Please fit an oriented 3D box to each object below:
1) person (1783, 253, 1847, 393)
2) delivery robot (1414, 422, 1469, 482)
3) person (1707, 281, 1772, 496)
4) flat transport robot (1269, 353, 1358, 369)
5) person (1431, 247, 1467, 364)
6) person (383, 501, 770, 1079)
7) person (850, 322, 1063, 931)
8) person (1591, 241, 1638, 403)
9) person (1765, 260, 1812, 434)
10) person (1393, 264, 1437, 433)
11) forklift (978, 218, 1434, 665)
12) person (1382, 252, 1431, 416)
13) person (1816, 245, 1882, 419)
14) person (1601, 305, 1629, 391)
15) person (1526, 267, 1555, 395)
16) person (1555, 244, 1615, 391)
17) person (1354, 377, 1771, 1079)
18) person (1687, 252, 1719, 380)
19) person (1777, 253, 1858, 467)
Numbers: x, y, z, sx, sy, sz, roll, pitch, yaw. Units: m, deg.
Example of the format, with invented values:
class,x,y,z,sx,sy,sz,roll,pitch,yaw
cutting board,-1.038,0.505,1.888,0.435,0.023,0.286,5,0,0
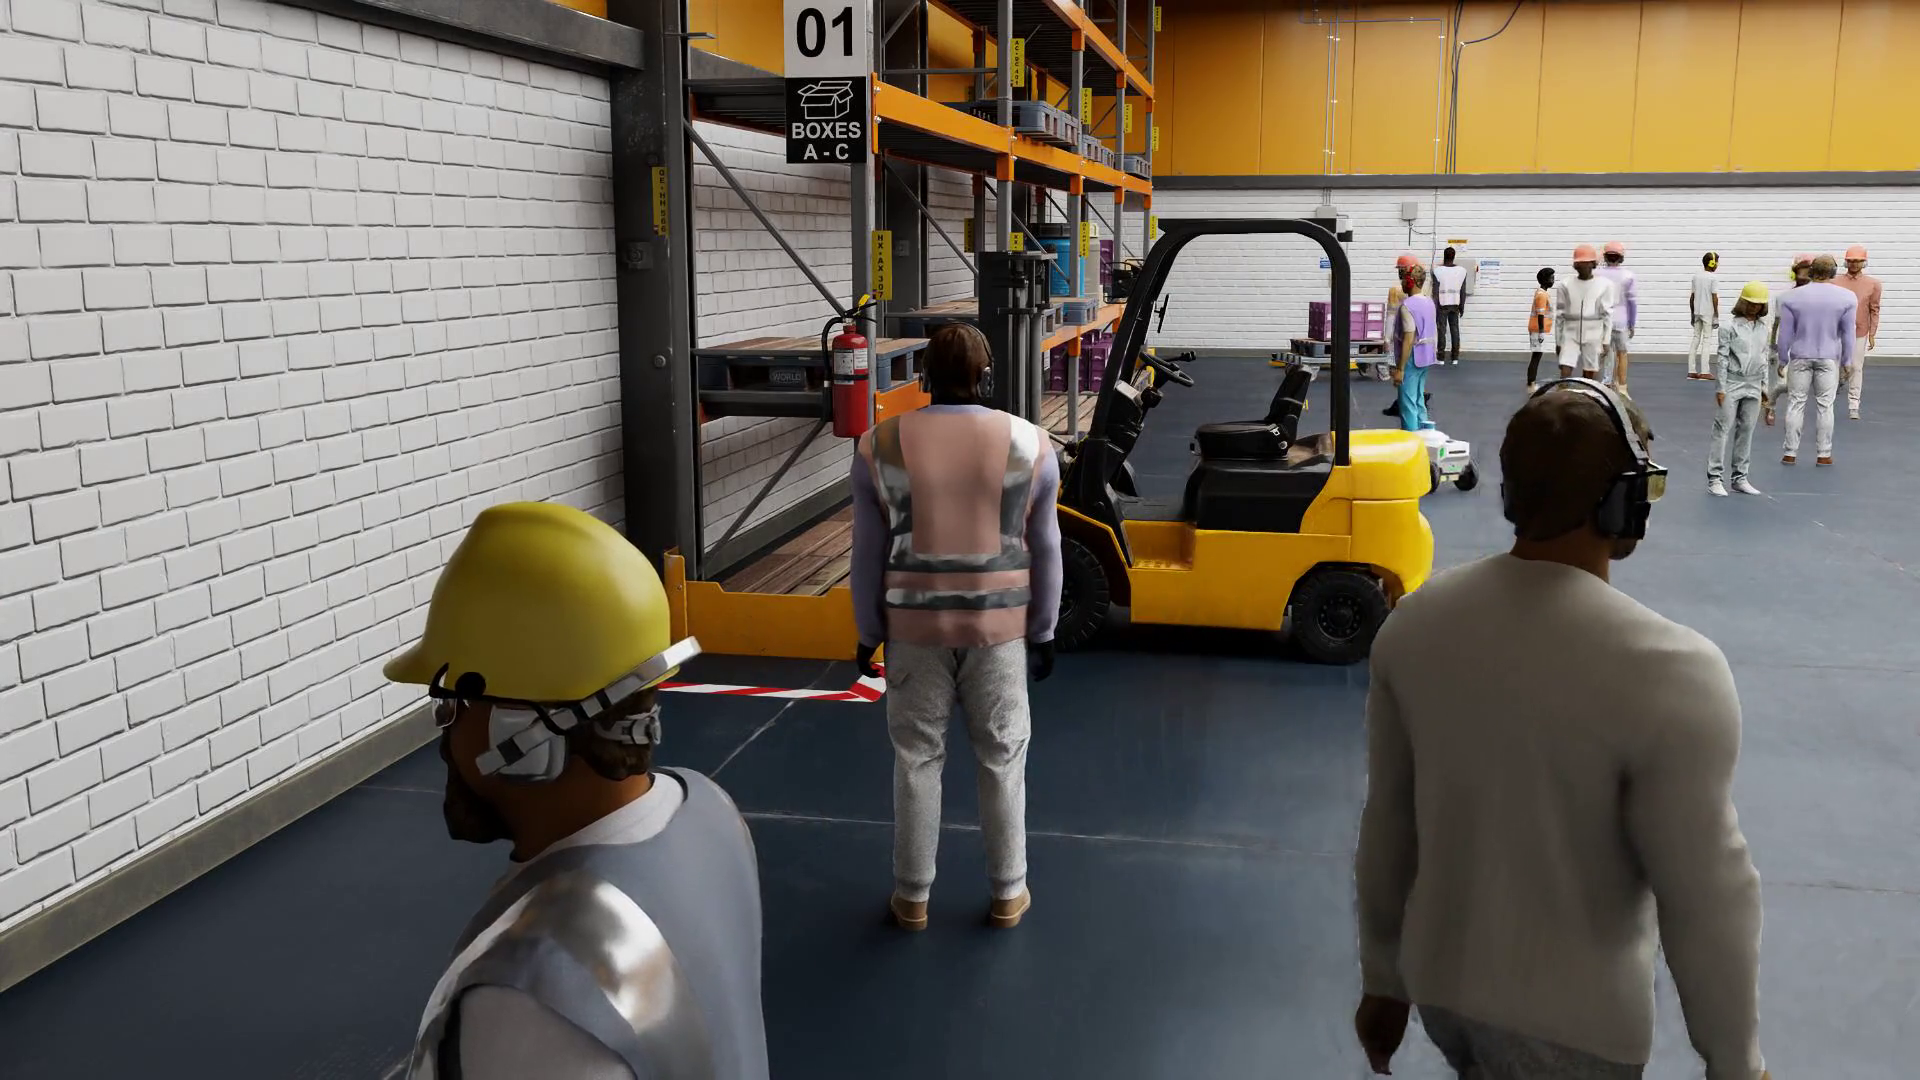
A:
class,x,y,z,sx,sy,sz,roll,pitch,yaw
person,11.424,-2.873,22.133,0.786,1.892,0.550,6,12,31
delivery robot,3.887,-0.741,13.825,0.477,0.478,0.707,-5,11,-26
person,6.341,-1.218,13.459,0.483,1.736,0.311,-2,11,-13
flat transport robot,5.719,-2.870,26.535,1.431,0.197,0.652,9,14,42
person,8.028,-3.845,27.358,0.591,1.918,0.383,-1,10,-8
person,-0.399,0.867,1.764,0.404,1.832,0.594,0,10,3
person,-0.011,0.270,5.015,0.636,1.842,0.429,0,10,-2
person,8.214,-2.728,20.942,0.786,2.024,0.550,6,12,32
person,8.944,-2.069,17.823,0.513,1.855,0.510,0,10,1
person,4.099,-1.562,15.041,0.377,1.844,0.570,7,13,35
forklift,1.285,-0.567,8.635,2.313,2.155,1.214,2,11,11
person,5.173,-2.347,19.165,0.551,1.914,0.739,-6,12,-31
person,10.247,-2.395,19.195,0.612,1.997,0.375,6,12,29
person,8.852,-2.822,22.533,0.279,1.633,0.498,-3,11,-16
person,7.725,-2.776,22.128,0.322,1.689,0.531,4,11,19
person,6.647,-2.145,17.815,0.613,2.008,0.944,6,12,28
person,0.861,0.705,2.525,1.037,1.895,0.628,-4,11,-22
person,10.936,-3.278,24.406,0.326,1.865,0.519,-4,11,-21
person,7.787,-1.629,15.151,0.636,1.939,0.362,6,12,28
